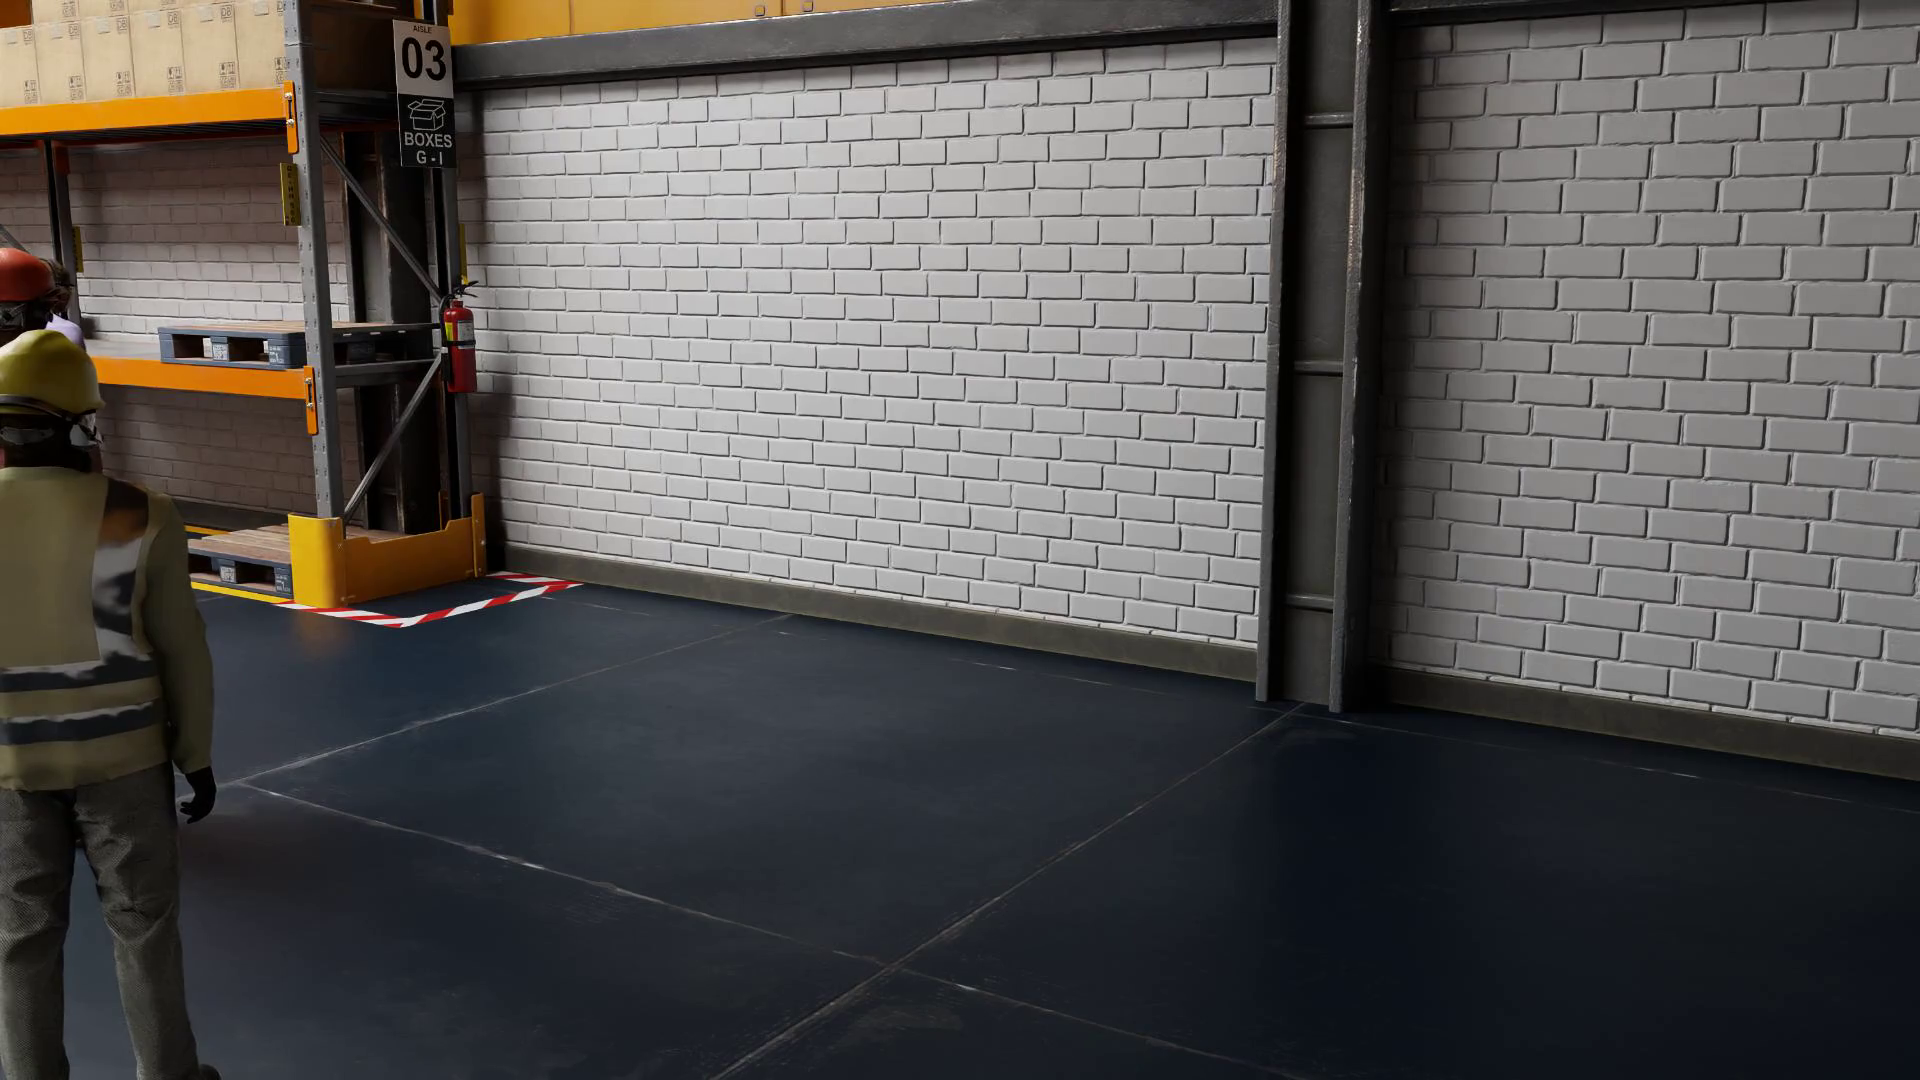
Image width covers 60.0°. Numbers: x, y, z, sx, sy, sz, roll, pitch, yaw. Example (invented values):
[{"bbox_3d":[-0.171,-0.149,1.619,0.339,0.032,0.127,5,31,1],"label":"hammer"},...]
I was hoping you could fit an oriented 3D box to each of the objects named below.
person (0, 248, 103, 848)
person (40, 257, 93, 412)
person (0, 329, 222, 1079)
[{"bbox_3d":[-3.045,0.040,5.534,0.391,1.995,0.613,-4,11,-21],"label":"person"},{"bbox_3d":[-4.774,-0.513,8.782,0.628,1.931,0.359,7,12,33],"label":"person"},{"bbox_3d":[-1.951,0.459,3.663,0.601,1.830,0.404,-2,11,-13],"label":"person"}]
